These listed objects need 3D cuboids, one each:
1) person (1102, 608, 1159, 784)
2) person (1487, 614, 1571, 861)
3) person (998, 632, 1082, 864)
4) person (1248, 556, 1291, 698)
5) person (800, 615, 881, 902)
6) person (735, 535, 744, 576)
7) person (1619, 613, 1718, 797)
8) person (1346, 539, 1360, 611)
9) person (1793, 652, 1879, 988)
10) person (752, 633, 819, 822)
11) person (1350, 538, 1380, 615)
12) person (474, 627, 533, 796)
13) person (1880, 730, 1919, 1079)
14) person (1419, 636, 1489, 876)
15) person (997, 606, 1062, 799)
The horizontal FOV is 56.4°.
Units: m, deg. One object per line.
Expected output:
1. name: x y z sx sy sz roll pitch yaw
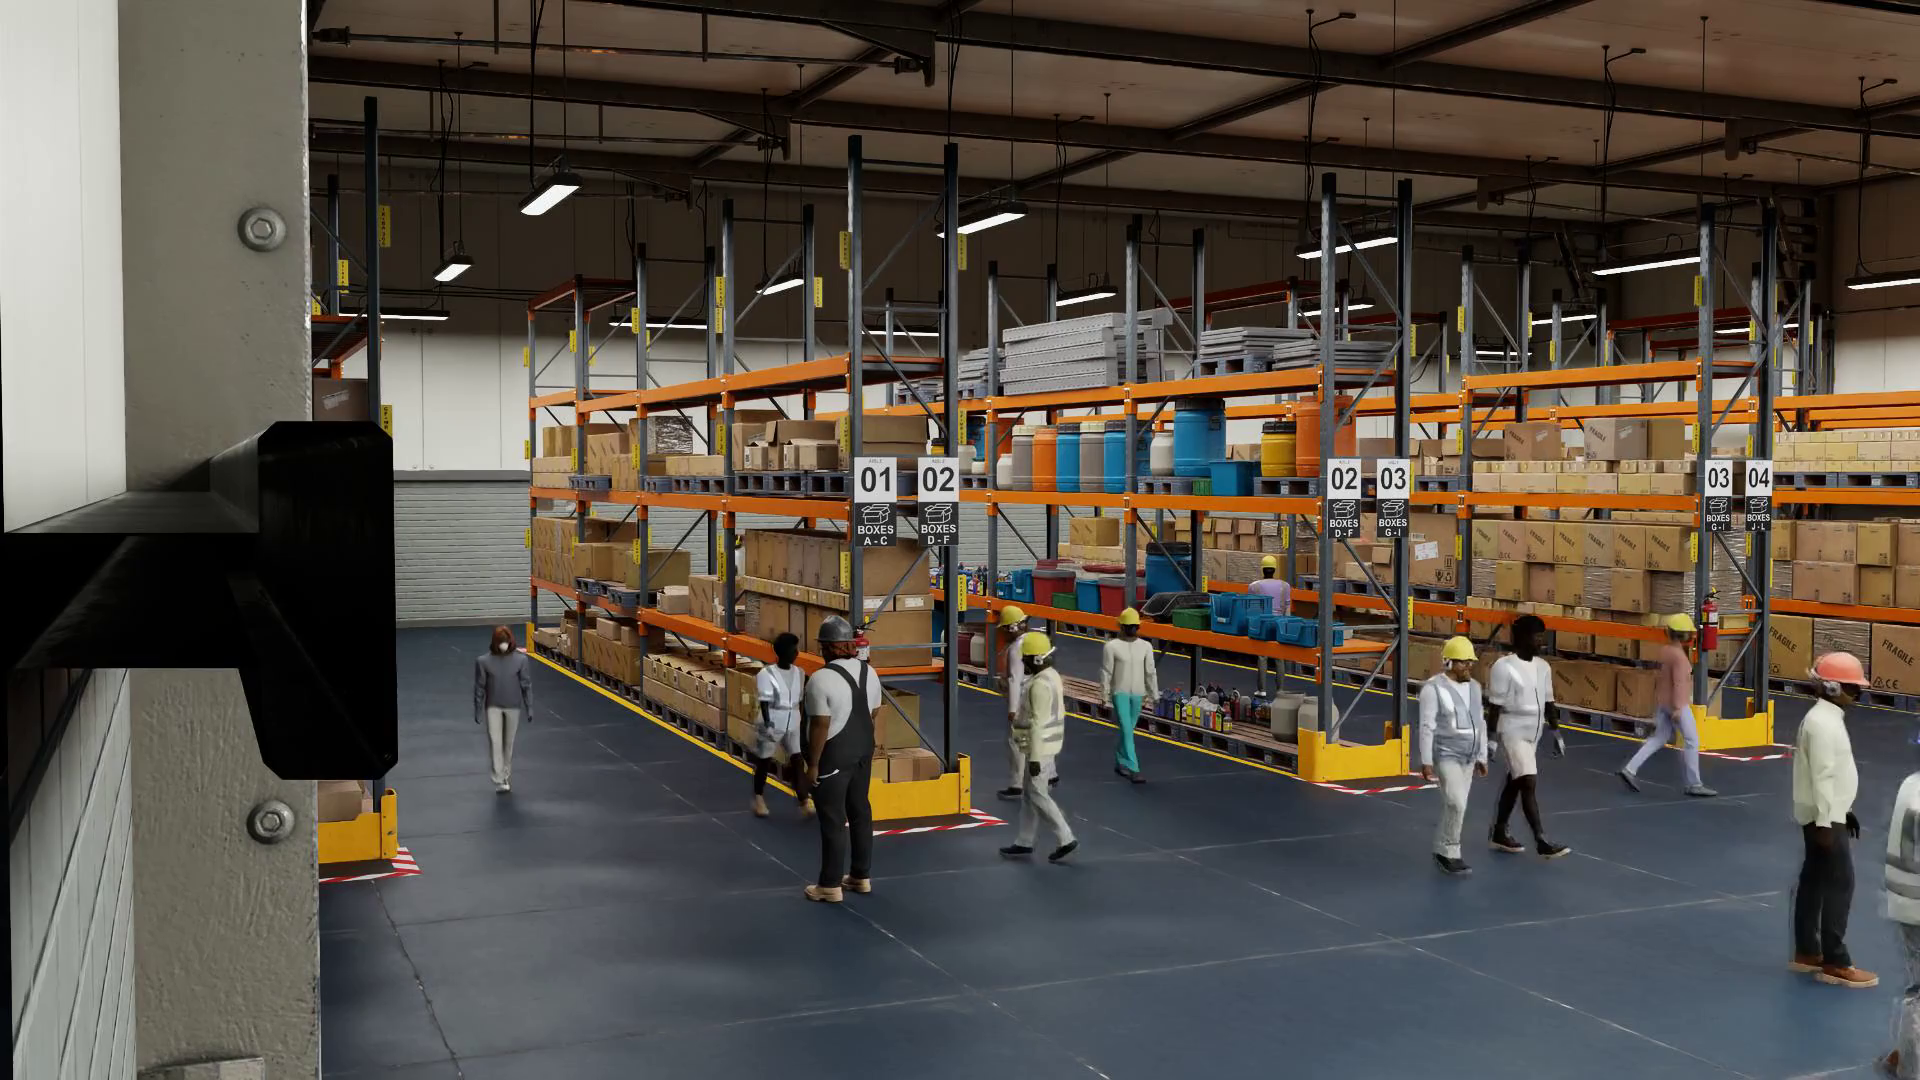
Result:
1. person: 1.690 1.527 17.804 0.540 1.714 0.904 -1 2 -19
2. person: 4.569 1.565 14.208 0.643 1.915 0.929 -2 3 -35
3. person: 0.634 1.627 14.112 0.607 1.828 0.601 0 2 10
4. person: 4.195 1.175 24.348 0.587 1.928 0.381 0 2 -1
5. person: -0.913 1.577 12.959 0.536 2.000 0.683 2 3 38
6. person: -4.512 0.812 35.219 0.529 1.831 0.745 -1 3 -29
7. person: 6.717 1.550 16.995 0.827 1.737 0.517 0 2 1
8. person: 6.763 0.947 30.440 0.548 1.913 0.664 -1 2 -18
9. person: 5.350 1.673 10.851 0.625 1.975 0.655 1 2 24
10. person: -1.556 1.641 15.732 0.542 1.643 0.898 -2 3 -38
11. person: 6.391 0.984 28.174 0.635 2.014 0.666 -1 2 -28
12. person: -4.317 1.619 16.993 0.524 1.582 0.839 -1 2 -23
13. person: 4.663 1.775 8.553 0.443 1.932 0.649 1 2 21
14. person: 3.788 1.639 13.577 0.619 1.819 0.497 -1 3 -34
15. person: 0.637 1.521 16.946 0.541 1.804 0.761 1 2 22
